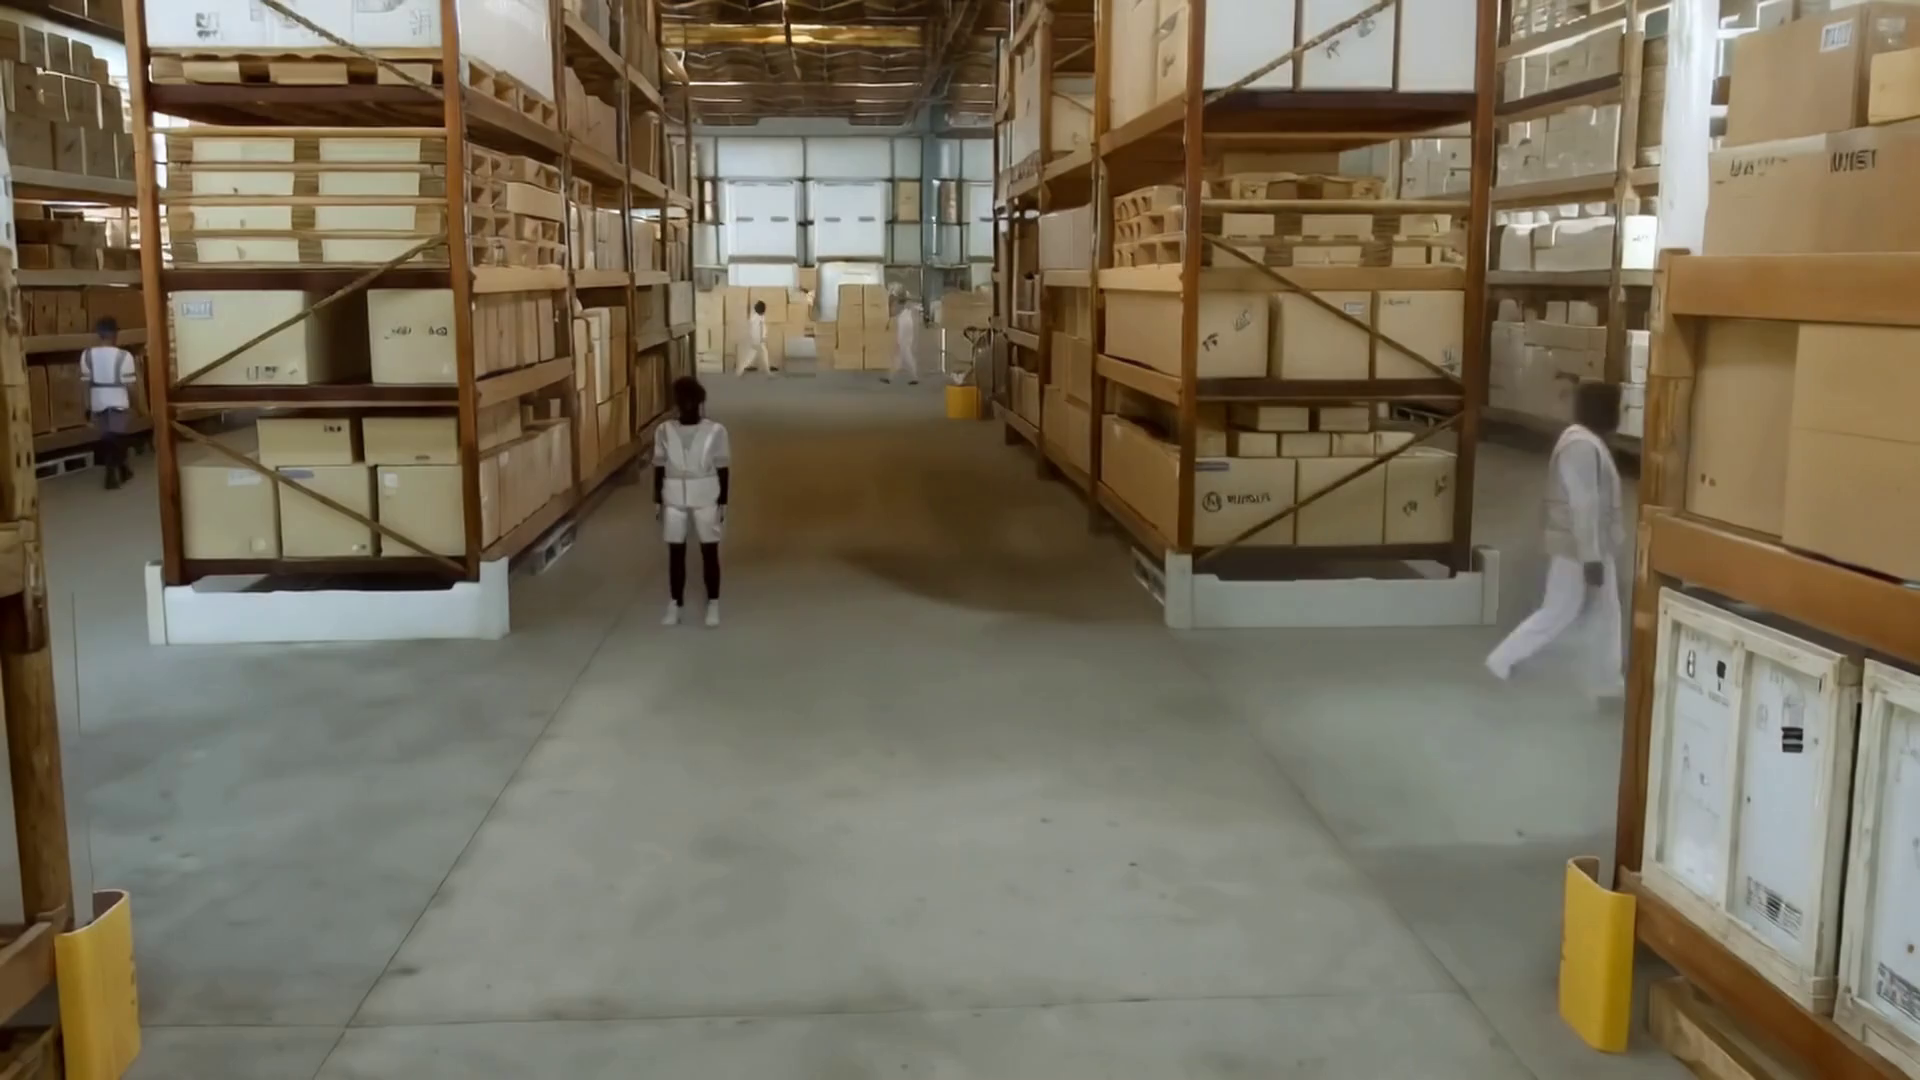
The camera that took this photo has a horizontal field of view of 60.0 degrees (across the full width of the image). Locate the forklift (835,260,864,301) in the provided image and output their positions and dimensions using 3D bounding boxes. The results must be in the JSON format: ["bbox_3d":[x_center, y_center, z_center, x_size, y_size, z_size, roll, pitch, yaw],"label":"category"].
[{"bbox_3d":[-3.495,-7.471,52.740,1.129,2.768,1.873,-1,9,-4],"label":"forklift"}]

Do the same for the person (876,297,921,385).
[{"bbox_3d":[-1.293,-4.245,35.571,0.999,1.885,0.651,-1,9,-9],"label":"person"}]

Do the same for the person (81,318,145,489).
[{"bbox_3d":[-9.431,-1.528,18.546,0.571,1.878,1.012,-1,9,-6],"label":"person"}]

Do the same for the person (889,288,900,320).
[{"bbox_3d":[-2.303,-7.826,57.970,0.635,1.927,0.372,4,10,23],"label":"person"}]

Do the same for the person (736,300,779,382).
[{"bbox_3d":[-4.517,-4.395,36.804,0.900,1.808,0.634,1,9,8],"label":"person"}]

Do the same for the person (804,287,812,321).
[{"bbox_3d":[-5.724,-8.582,62.765,0.741,1.898,0.602,1,9,8],"label":"person"}]

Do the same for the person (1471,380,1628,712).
[{"bbox_3d":[3.275,0.039,8.966,0.885,1.810,0.621,4,10,25],"label":"person"}]

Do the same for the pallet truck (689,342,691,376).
[{"bbox_3d":[-5.225,-3.008,27.480,1.885,1.965,0.823,2,9,14],"label":"pallet truck"}]

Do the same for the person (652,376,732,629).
[{"bbox_3d":[-1.786,-0.246,11.078,0.539,1.695,0.319,1,9,8],"label":"person"}]
